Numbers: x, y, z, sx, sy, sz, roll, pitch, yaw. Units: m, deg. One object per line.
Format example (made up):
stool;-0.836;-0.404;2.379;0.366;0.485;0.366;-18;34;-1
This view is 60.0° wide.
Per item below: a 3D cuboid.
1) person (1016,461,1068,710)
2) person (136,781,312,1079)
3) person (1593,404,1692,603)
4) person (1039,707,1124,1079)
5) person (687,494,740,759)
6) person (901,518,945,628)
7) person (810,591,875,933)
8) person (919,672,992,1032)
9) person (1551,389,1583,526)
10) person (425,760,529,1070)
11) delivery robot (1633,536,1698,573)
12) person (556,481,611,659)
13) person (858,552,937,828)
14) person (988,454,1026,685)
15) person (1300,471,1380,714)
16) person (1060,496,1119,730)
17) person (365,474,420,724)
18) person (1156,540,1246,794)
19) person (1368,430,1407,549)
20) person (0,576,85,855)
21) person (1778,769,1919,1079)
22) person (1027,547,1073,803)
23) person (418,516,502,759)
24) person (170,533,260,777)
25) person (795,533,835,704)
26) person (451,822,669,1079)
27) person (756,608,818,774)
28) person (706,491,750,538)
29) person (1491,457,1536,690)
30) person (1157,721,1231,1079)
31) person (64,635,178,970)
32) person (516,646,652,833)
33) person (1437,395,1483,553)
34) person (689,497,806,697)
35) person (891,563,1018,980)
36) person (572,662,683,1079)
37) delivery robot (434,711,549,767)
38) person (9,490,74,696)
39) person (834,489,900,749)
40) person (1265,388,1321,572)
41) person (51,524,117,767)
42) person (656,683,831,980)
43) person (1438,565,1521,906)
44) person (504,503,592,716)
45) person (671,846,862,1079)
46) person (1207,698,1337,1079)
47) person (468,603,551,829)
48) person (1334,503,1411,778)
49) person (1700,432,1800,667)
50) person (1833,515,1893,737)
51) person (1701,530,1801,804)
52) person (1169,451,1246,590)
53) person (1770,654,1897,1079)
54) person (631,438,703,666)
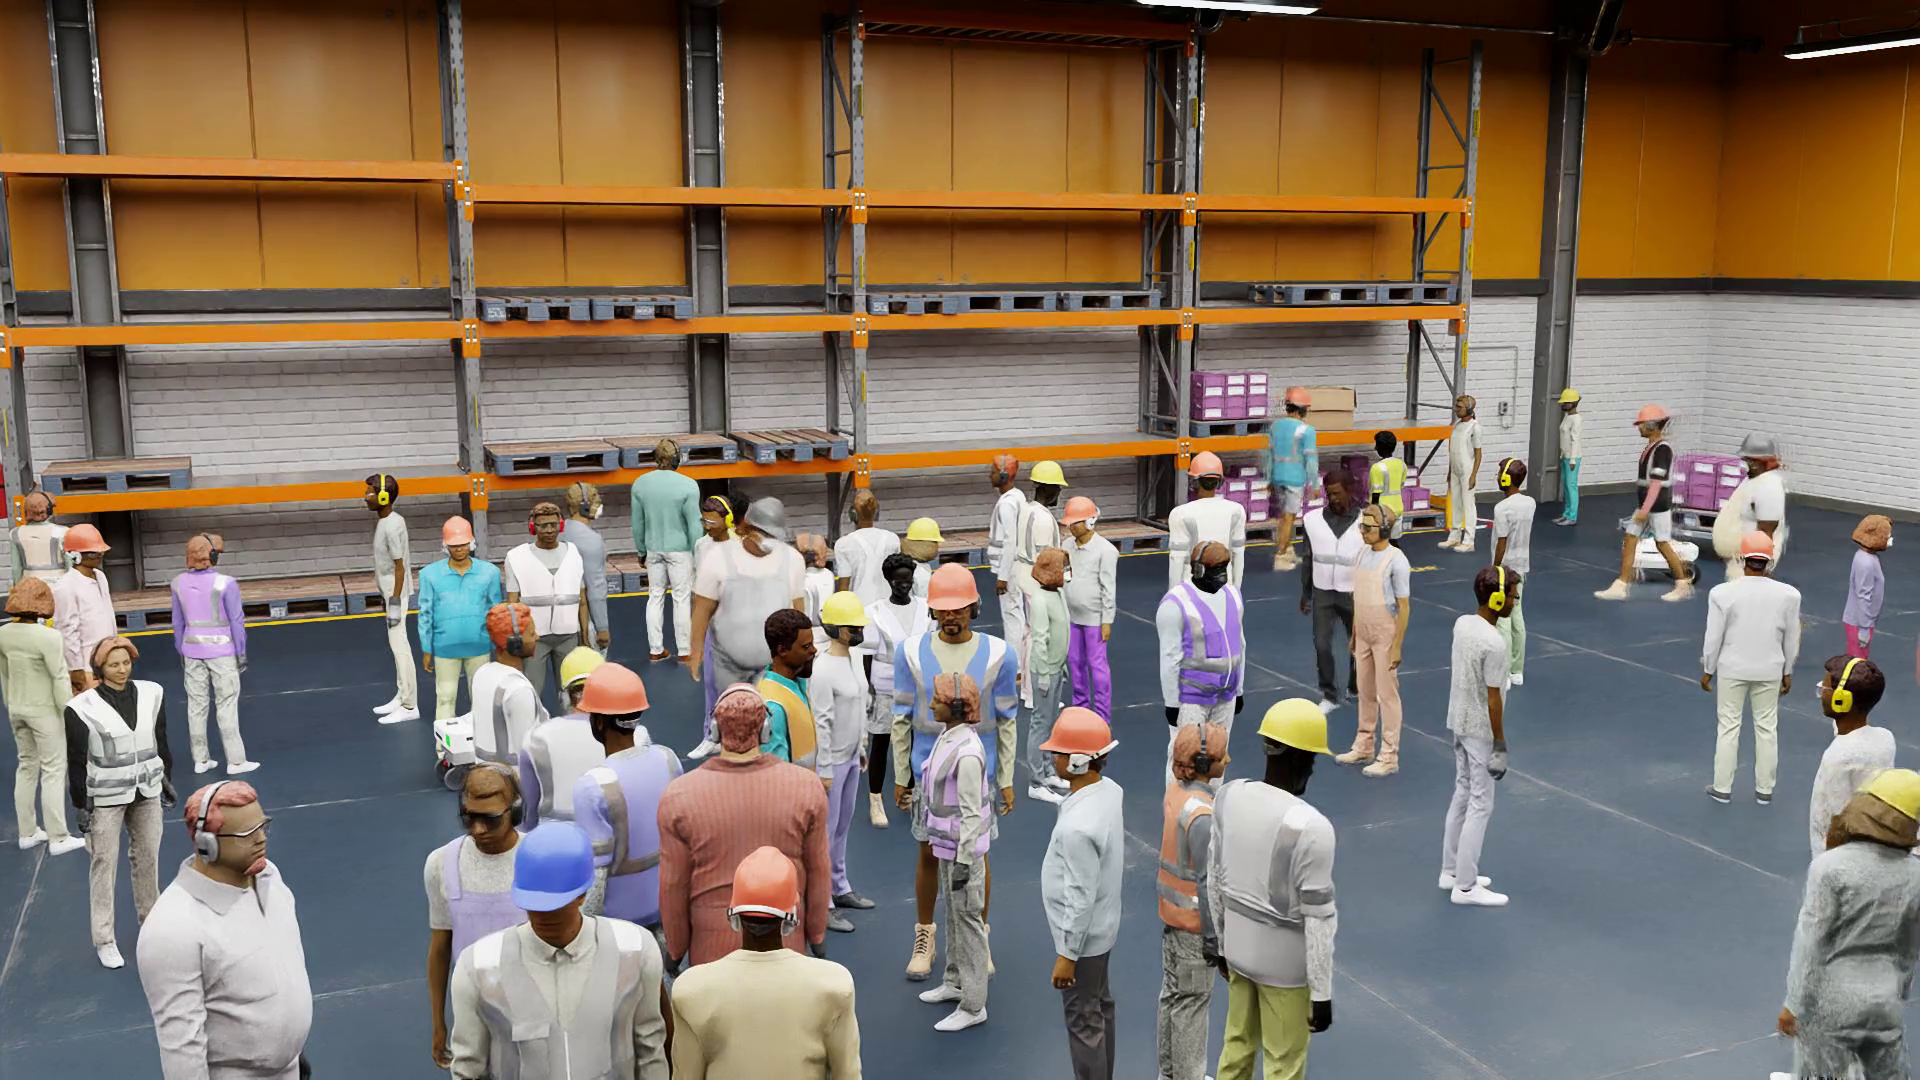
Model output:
person;0.631;0.344;12.787;0.394;1.919;0.586;-2;10;-9
person;-2.216;1.671;5.173;0.409;1.908;0.639;1;10;4
person;6.911;-0.356;16.621;0.941;2.001;0.613;0;10;2
person;0.469;1.509;6.543;0.325;1.752;0.559;3;10;14
person;-1.636;0.608;11.422;0.520;1.865;0.328;5;11;25
person;-0.264;0.710;11.183;0.317;1.741;0.493;-3;10;-18
person;-0.612;1.133;8.676;0.327;1.769;0.525;4;10;19
person;-0.012;1.394;7.530;0.310;1.642;0.514;-2;10;-11
person;7.800;-1.059;21.338;0.338;1.761;0.524;1;10;6
person;-1.542;1.624;5.656;0.511;1.838;0.351;0;10;0
delivery robot;7.417;0.136;17.634;0.707;0.478;0.477;2;10;10
person;-2.608;0.556;11.504;0.377;1.940;0.628;-8;12;-37
person;-0.365;0.907;10.175;0.541;1.695;0.316;-5;11;-27
person;0.389;0.240;13.486;0.358;1.882;0.574;2;10;9
person;2.929;0.380;12.729;0.637;1.881;0.635;3;10;18
person;0.902;0.541;12.167;0.354;1.738;0.574;-8;13;-38
person;-4.249;0.432;12.411;0.333;1.873;0.520;-4;11;-21
person;1.442;0.903;9.811;0.626;1.837;0.429;-7;12;-35
person;4.340;-0.274;16.989;0.532;1.694;0.319;-9;13;-42
person;-5.388;1.023;9.722;0.505;1.628;0.279;4;11;22
person;3.172;1.652;5.888;0.657;1.698;0.366;-2;10;-13
person;0.587;0.849;10.695;0.280;1.634;0.499;3;10;17
person;-3.342;0.704;11.177;0.561;1.753;0.327;-4;11;-22
person;-5.006;0.771;11.122;0.514;1.642;0.314;2;10;12
person;-0.992;0.759;11.179;0.307;1.644;0.525;3;10;19
person;-1.127;1.724;4.753;0.609;1.943;0.402;-3;10;-19
person;-0.800;1.248;7.572;0.382;1.918;0.597;0;10;-2
person;-1.698;0.470;12.692;0.537;1.696;0.321;0;10;0
person;4.393;0.269;13.368;0.509;1.868;0.328;-9;13;-42
person;0.950;1.533;6.735;0.308;1.641;0.517;-1;10;-6
person;-4.137;1.273;8.233;0.308;1.639;0.524;6;12;32
person;-1.625;1.375;7.220;0.641;1.794;0.670;0;10;1
person;5.882;-0.778;19.460;0.344;1.847;0.504;-3;10;-19
person;-1.346;0.658;10.623;0.774;2.000;1.016;-2;10;-12
person;-0.028;1.114;7.990;0.610;2.043;0.375;0;10;2
person;-1.319;1.428;6.482;0.356;1.936;0.551;5;11;28
delivery robot;-3.110;1.280;11.047;0.707;0.478;0.477;-6;11;-30
person;-7.174;0.430;13.087;0.513;1.641;0.309;0;10;-2
person;-0.660;0.559;11.758;0.505;1.845;0.346;-6;11;-30
person;3.704;-0.660;18.281;0.763;2.012;0.634;-7;12;-35
person;-5.662;0.759;10.867;0.329;1.751;0.568;-1;10;-5
person;-0.810;1.478;6.283;0.642;1.909;0.399;-2;10;-12
person;2.794;1.045;8.936;0.335;1.855;0.532;-1;10;-7
person;-2.762;0.655;11.200;0.566;1.846;0.389;-6;11;-30
person;-0.578;1.774;5.015;0.572;1.750;0.331;-1;10;-7
person;1.151;1.514;6.051;0.398;1.914;0.590;-6;12;-32
person;-2.088;1.223;7.821;0.355;1.883;0.572;-8;12;-37
person;2.791;0.664;11.149;0.342;1.845;0.506;-4;11;-23
person;6.693;0.077;13.969;0.704;2.000;0.695;4;10;20
person;6.516;0.623;11.997;0.268;1.632;0.507;5;11;28
person;5.012;0.808;10.580;0.560;1.753;0.328;2;10;11
person;1.803;0.362;12.323;0.606;2.044;0.373;-3;10;-17
person;3.630;1.393;6.880;0.521;1.873;0.335;-8;13;-39
person;-2.464;0.105;14.101;0.635;1.937;0.353;3;10;17
